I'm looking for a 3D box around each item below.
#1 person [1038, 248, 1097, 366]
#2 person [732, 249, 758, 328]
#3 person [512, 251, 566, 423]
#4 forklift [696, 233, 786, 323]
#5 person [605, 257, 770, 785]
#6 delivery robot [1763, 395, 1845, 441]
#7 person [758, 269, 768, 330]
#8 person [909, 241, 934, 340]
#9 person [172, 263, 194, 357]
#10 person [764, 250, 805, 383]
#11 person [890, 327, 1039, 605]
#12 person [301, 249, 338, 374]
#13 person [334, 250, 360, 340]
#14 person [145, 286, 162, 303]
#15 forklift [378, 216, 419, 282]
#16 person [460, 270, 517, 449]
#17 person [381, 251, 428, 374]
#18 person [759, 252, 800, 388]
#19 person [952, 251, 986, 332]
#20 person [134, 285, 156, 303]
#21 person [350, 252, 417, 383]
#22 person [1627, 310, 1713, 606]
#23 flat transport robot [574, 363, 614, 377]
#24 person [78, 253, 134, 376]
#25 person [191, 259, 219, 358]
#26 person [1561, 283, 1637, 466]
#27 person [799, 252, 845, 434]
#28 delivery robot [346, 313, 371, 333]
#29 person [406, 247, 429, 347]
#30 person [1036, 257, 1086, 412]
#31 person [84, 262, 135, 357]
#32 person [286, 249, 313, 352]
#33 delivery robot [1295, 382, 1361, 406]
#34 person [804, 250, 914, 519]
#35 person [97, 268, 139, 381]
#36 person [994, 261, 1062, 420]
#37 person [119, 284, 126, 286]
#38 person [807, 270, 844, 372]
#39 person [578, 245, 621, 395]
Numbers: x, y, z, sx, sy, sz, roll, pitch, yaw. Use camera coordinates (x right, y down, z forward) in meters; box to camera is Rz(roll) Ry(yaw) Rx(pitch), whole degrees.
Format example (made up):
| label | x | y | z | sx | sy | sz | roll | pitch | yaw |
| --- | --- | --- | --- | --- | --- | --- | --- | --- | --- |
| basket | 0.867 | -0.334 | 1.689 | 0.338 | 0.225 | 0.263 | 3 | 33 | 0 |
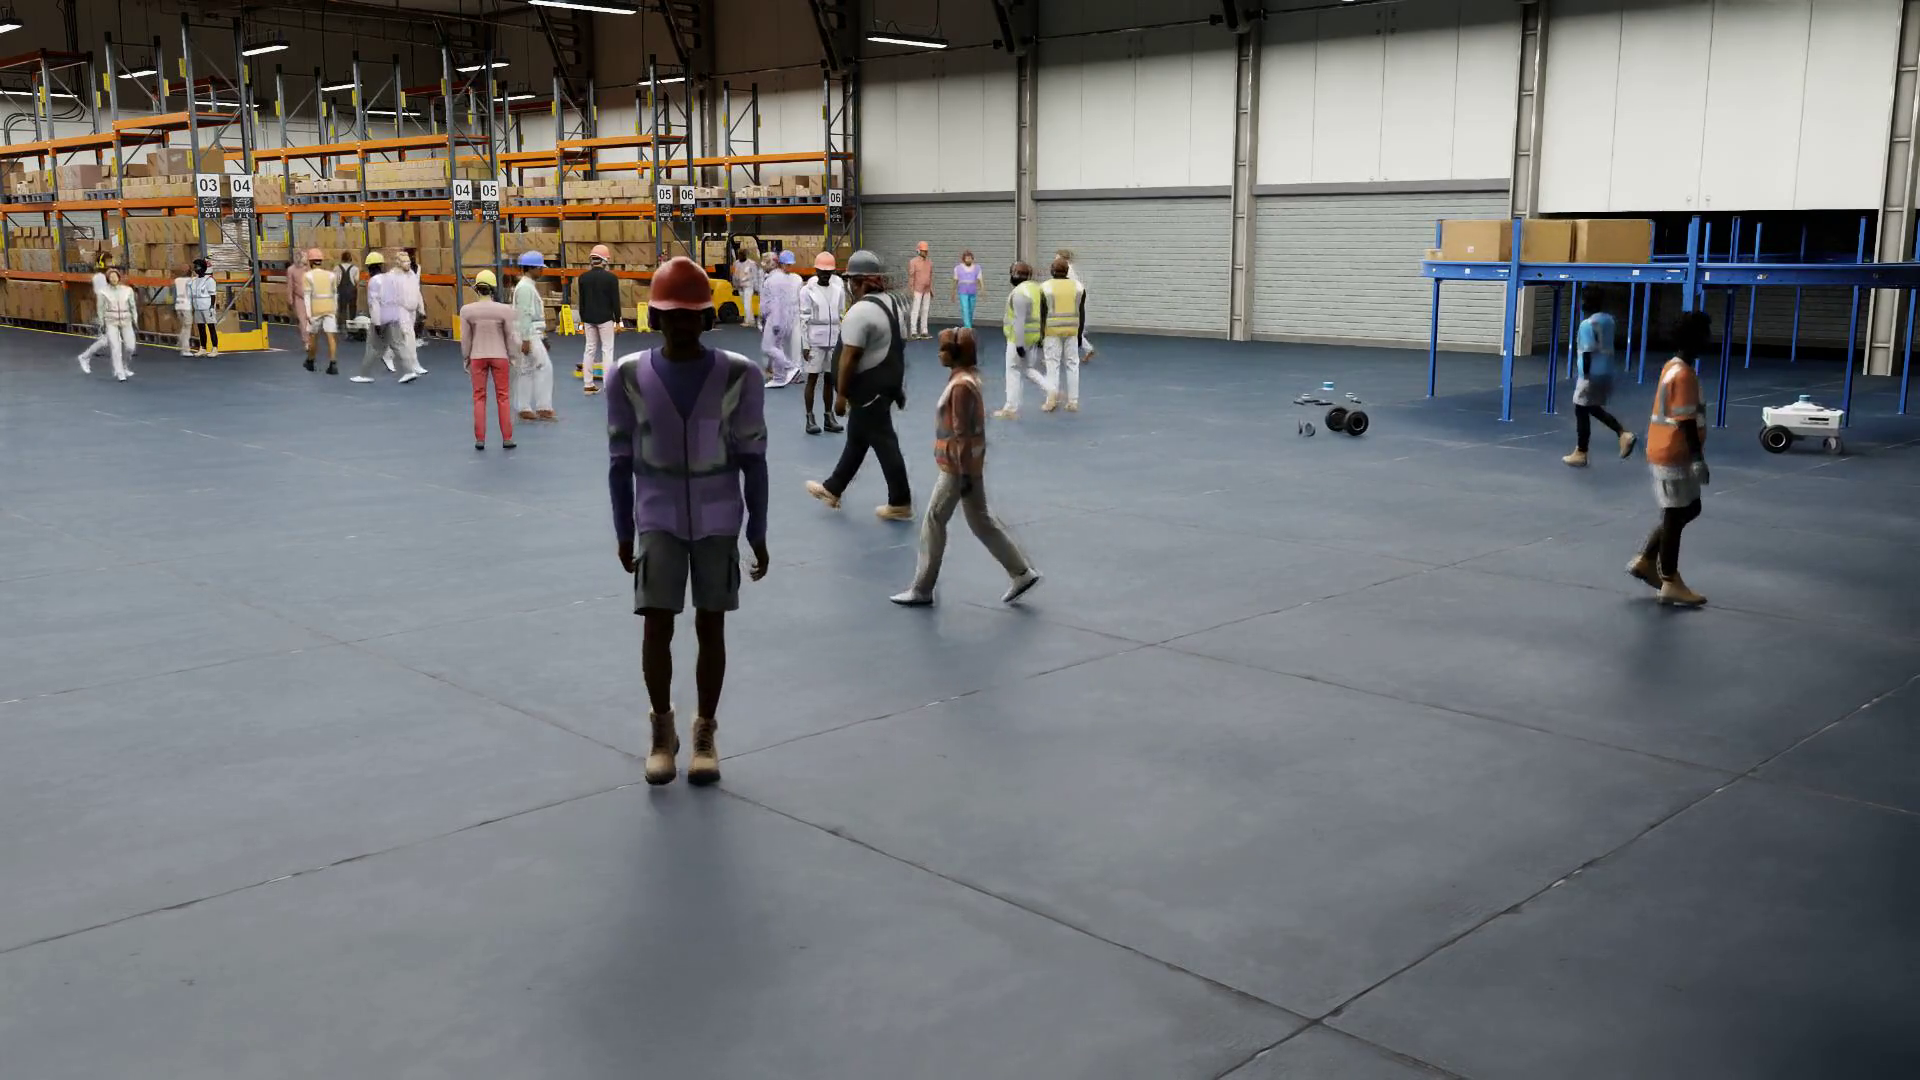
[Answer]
| label | x | y | z | sx | sy | sz | roll | pitch | yaw |
| --- | --- | --- | --- | --- | --- | --- | --- | --- | --- |
| person | 1.774 | -3.803 | 27.136 | 0.891 | 1.914 | 0.637 | 0 | 10 | -1 |
| person | -4.978 | -5.785 | 38.268 | 0.631 | 1.795 | 0.860 | 7 | 13 | 34 |
| person | -4.726 | -2.282 | 18.769 | 0.701 | 1.925 | 0.638 | -2 | 11 | -10 |
| forklift | -5.496 | -6.489 | 41.108 | 2.313 | 2.155 | 1.214 | -10 | 14 | -44 |
| person | -1.029 | -0.051 | 6.345 | 0.605 | 2.024 | 0.533 | -2 | 11 | -9 |
| delivery robot | 8.313 | -1.183 | 16.396 | 0.707 | 0.478 | 0.477 | 4 | 11 | 22 |
| person | -4.193 | -5.402 | 36.379 | 0.489 | 1.722 | 0.716 | -6 | 12 | -30 |
| person | -0.773 | -5.105 | 33.997 | 0.622 | 1.990 | 0.402 | -9 | 14 | -40 |
| person | -13.536 | -4.027 | 29.157 | 0.525 | 1.613 | 0.559 | 5 | 11 | 25 |
| person | -2.571 | -3.247 | 24.112 | 0.611 | 1.907 | 0.946 | -6 | 12 | -30 |
| person | 0.048 | -0.421 | 9.520 | 0.829 | 1.603 | 0.528 | 1 | 10 | 5 |
| person | -9.876 | -3.525 | 25.650 | 0.559 | 1.886 | 0.963 | -8 | 13 | -38 |
| person | -12.349 | -4.927 | 33.501 | 0.534 | 1.822 | 0.772 | -2 | 11 | -13 |
| person | -20.735 | -6.649 | 42.566 | 0.357 | 1.937 | 0.638 | 9 | 14 | 40 |
| forklift | -17.868 | -9.201 | 54.028 | 1.873 | 2.768 | 1.129 | -10 | 14 | -44 |
| person | -4.680 | -1.791 | 16.542 | 0.533 | 1.768 | 0.310 | -2 | 11 | -10 |
| person | -8.629 | -3.509 | 25.640 | 0.889 | 1.872 | 0.640 | 3 | 11 | 16 |
| person | -2.538 | -3.036 | 23.018 | 0.481 | 1.884 | 0.686 | 0 | 10 | 0 |
| person | 0.185 | -5.040 | 34.235 | 0.632 | 1.780 | 1.011 | -2 | 11 | -13 |
| person | -19.930 | -6.233 | 40.707 | 0.927 | 1.781 | 0.614 | 9 | 14 | 40 |
| person | -8.276 | -3.182 | 23.844 | 1.003 | 1.880 | 0.607 | 2 | 11 | 11 |
| person | 4.135 | -0.470 | 9.548 | 0.370 | 1.690 | 0.552 | 4 | 11 | 21 |
| flat transport robot | -5.006 | -2.500 | 24.605 | 1.431 | 0.197 | 0.652 | 9 | 13 | 39 |
| person | -12.942 | -3.396 | 25.099 | 0.708 | 1.846 | 0.521 | 1 | 10 | 5 |
| person | -13.160 | -4.029 | 28.936 | 0.536 | 1.697 | 0.318 | 4 | 11 | 21 |
| person | 5.860 | -1.505 | 15.200 | 0.535 | 1.677 | 0.551 | -9 | 14 | -40 |
| person | -1.456 | -2.123 | 17.897 | 0.547 | 1.934 | 0.376 | -7 | 13 | -35 |
| delivery robot | -12.105 | -4.353 | 33.681 | 0.707 | 0.478 | 0.477 | 5 | 12 | 27 |
| person | -10.417 | -4.607 | 31.595 | 0.502 | 1.883 | 0.596 | 4 | 11 | 23 |
| person | 1.200 | -2.473 | 20.056 | 0.624 | 1.845 | 0.430 | -3 | 11 | -17 |
| person | -14.792 | -4.029 | 28.828 | 0.867 | 1.720 | 0.548 | -10 | 14 | -44 |
| person | -12.017 | -4.414 | 30.629 | 0.663 | 1.855 | 1.007 | -7 | 12 | -33 |
| delivery robot | 3.945 | -1.574 | 17.815 | 0.698 | 0.223 | 0.335 | -3 | 11 | -16 |
| person | -0.771 | -1.166 | 12.501 | 1.021 | 2.000 | 0.705 | 4 | 11 | 20 |
| person | -12.286 | -3.143 | 24.278 | 0.537 | 1.625 | 0.388 | -8 | 13 | -36 |
| person | 0.792 | -2.308 | 19.232 | 0.689 | 1.818 | 0.644 | 4 | 11 | 22 |
| person | -20.823 | -6.422 | 41.567 | 0.570 | 1.843 | 0.596 | 9 | 14 | 42 |
| person | -2.056 | -3.413 | 25.285 | 0.605 | 1.810 | 0.643 | -3 | 11 | -16 |
| person | -4.790 | -2.940 | 22.229 | 0.618 | 1.984 | 0.421 | 4 | 11 | 20 |
